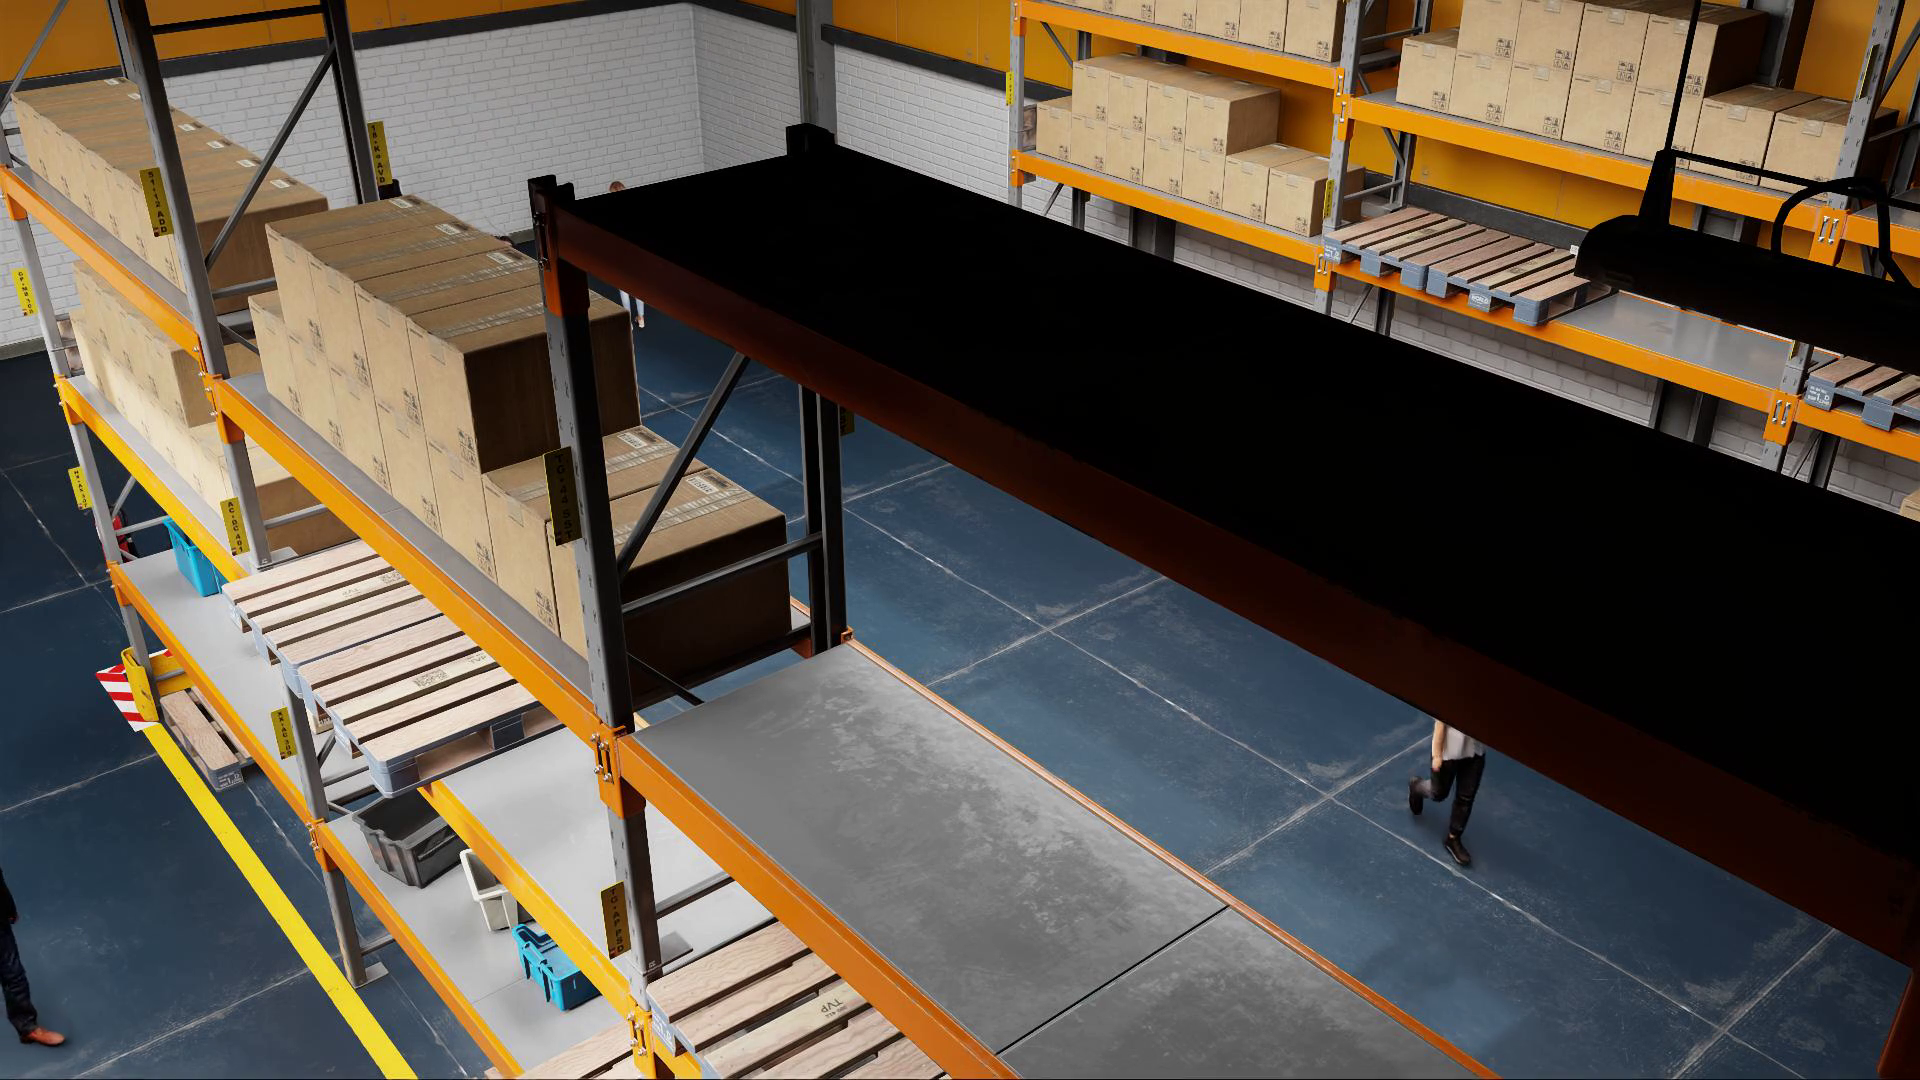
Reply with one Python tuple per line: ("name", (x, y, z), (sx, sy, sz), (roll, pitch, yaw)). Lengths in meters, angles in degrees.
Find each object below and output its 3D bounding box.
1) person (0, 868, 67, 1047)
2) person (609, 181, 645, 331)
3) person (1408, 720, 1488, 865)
("person", (-5.719, 2.200, 9.534), (1.125, 1.786, 0.984), (10, 30, 17))
("person", (-3.989, -3.385, 19.763), (0.594, 1.795, 0.503), (-20, 34, -32))
("person", (3.325, 1.339, 11.196), (0.857, 1.706, 1.014), (-7, 29, -13))
